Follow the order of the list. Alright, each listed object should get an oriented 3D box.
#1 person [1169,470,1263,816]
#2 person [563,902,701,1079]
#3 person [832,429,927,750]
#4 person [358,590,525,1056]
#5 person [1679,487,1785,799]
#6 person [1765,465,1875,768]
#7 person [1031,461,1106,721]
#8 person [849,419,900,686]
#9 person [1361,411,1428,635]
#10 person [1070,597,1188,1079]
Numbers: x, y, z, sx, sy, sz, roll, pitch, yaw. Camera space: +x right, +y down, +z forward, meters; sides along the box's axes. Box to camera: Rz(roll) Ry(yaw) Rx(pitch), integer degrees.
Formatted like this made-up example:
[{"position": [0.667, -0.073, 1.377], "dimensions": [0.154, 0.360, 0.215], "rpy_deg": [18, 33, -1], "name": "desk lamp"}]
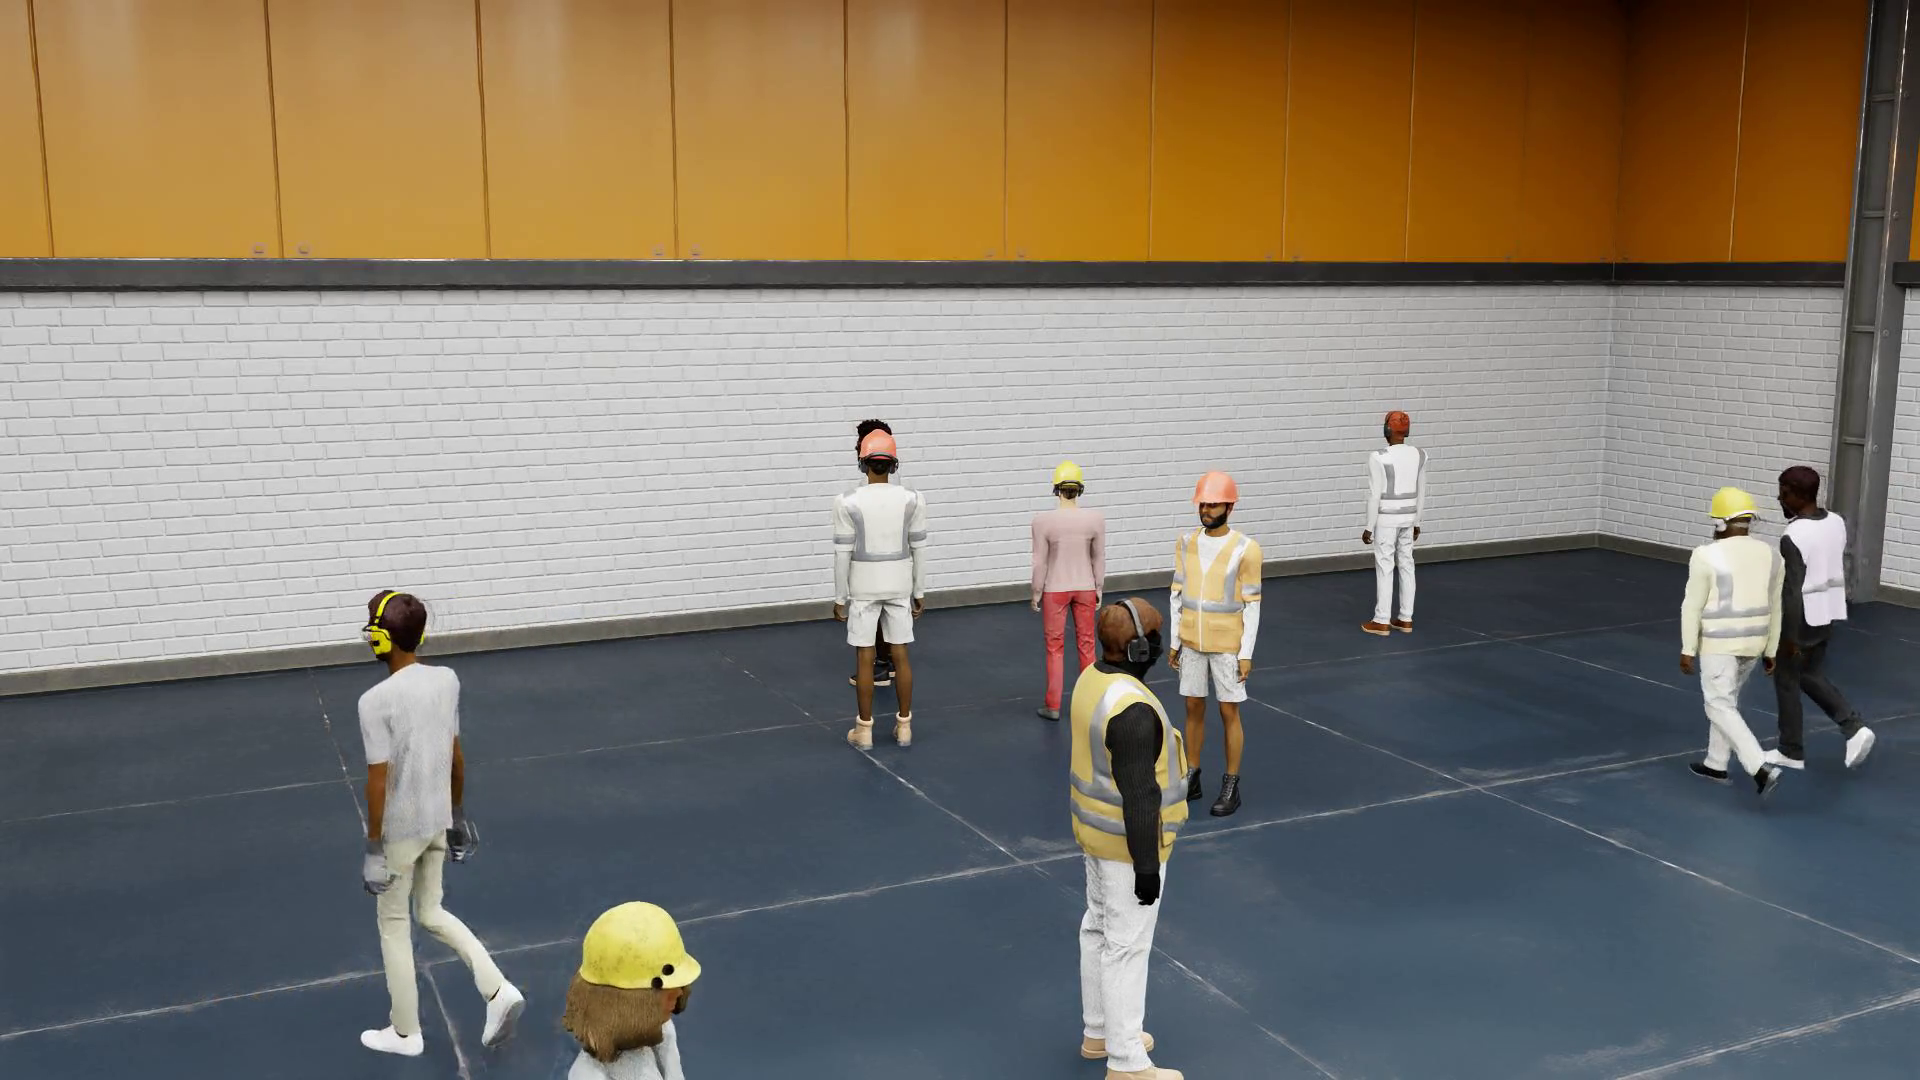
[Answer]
[{"position": [1.412, 0.570, 9.336], "dimensions": [0.545, 1.942, 0.351], "rpy_deg": [7, 11, 36], "name": "person"}, {"position": [-0.736, 1.600, 3.685], "dimensions": [0.891, 1.702, 0.487], "rpy_deg": [0, 9, 2], "name": "person"}, {"position": [-0.517, 0.316, 10.601], "dimensions": [0.613, 2.043, 0.374], "rpy_deg": [-3, 10, -17], "name": "person"}, {"position": [-2.041, 1.105, 6.325], "dimensions": [0.624, 1.853, 0.513], "rpy_deg": [4, 10, 24], "name": "person"}, {"position": [4.501, 0.606, 9.580], "dimensions": [0.597, 1.794, 0.792], "rpy_deg": [-2, 9, -15], "name": "person"}, {"position": [5.132, 0.492, 9.981], "dimensions": [0.634, 1.889, 0.596], "rpy_deg": [-6, 11, -33], "name": "person"}, {"position": [0.728, 0.348, 11.259], "dimensions": [0.523, 1.769, 0.310], "rpy_deg": [-2, 9, -13], "name": "person"}, {"position": [-0.622, 0.089, 12.245], "dimensions": [0.366, 1.966, 0.607], "rpy_deg": [2, 9, 10], "name": "person"}, {"position": [3.630, -0.141, 13.933], "dimensions": [0.574, 1.883, 0.356], "rpy_deg": [-4, 10, -24], "name": "person"}, {"position": [0.631, 1.123, 6.207], "dimensions": [0.429, 1.846, 0.630], "rpy_deg": [-2, 9, -11], "name": "person"}]
